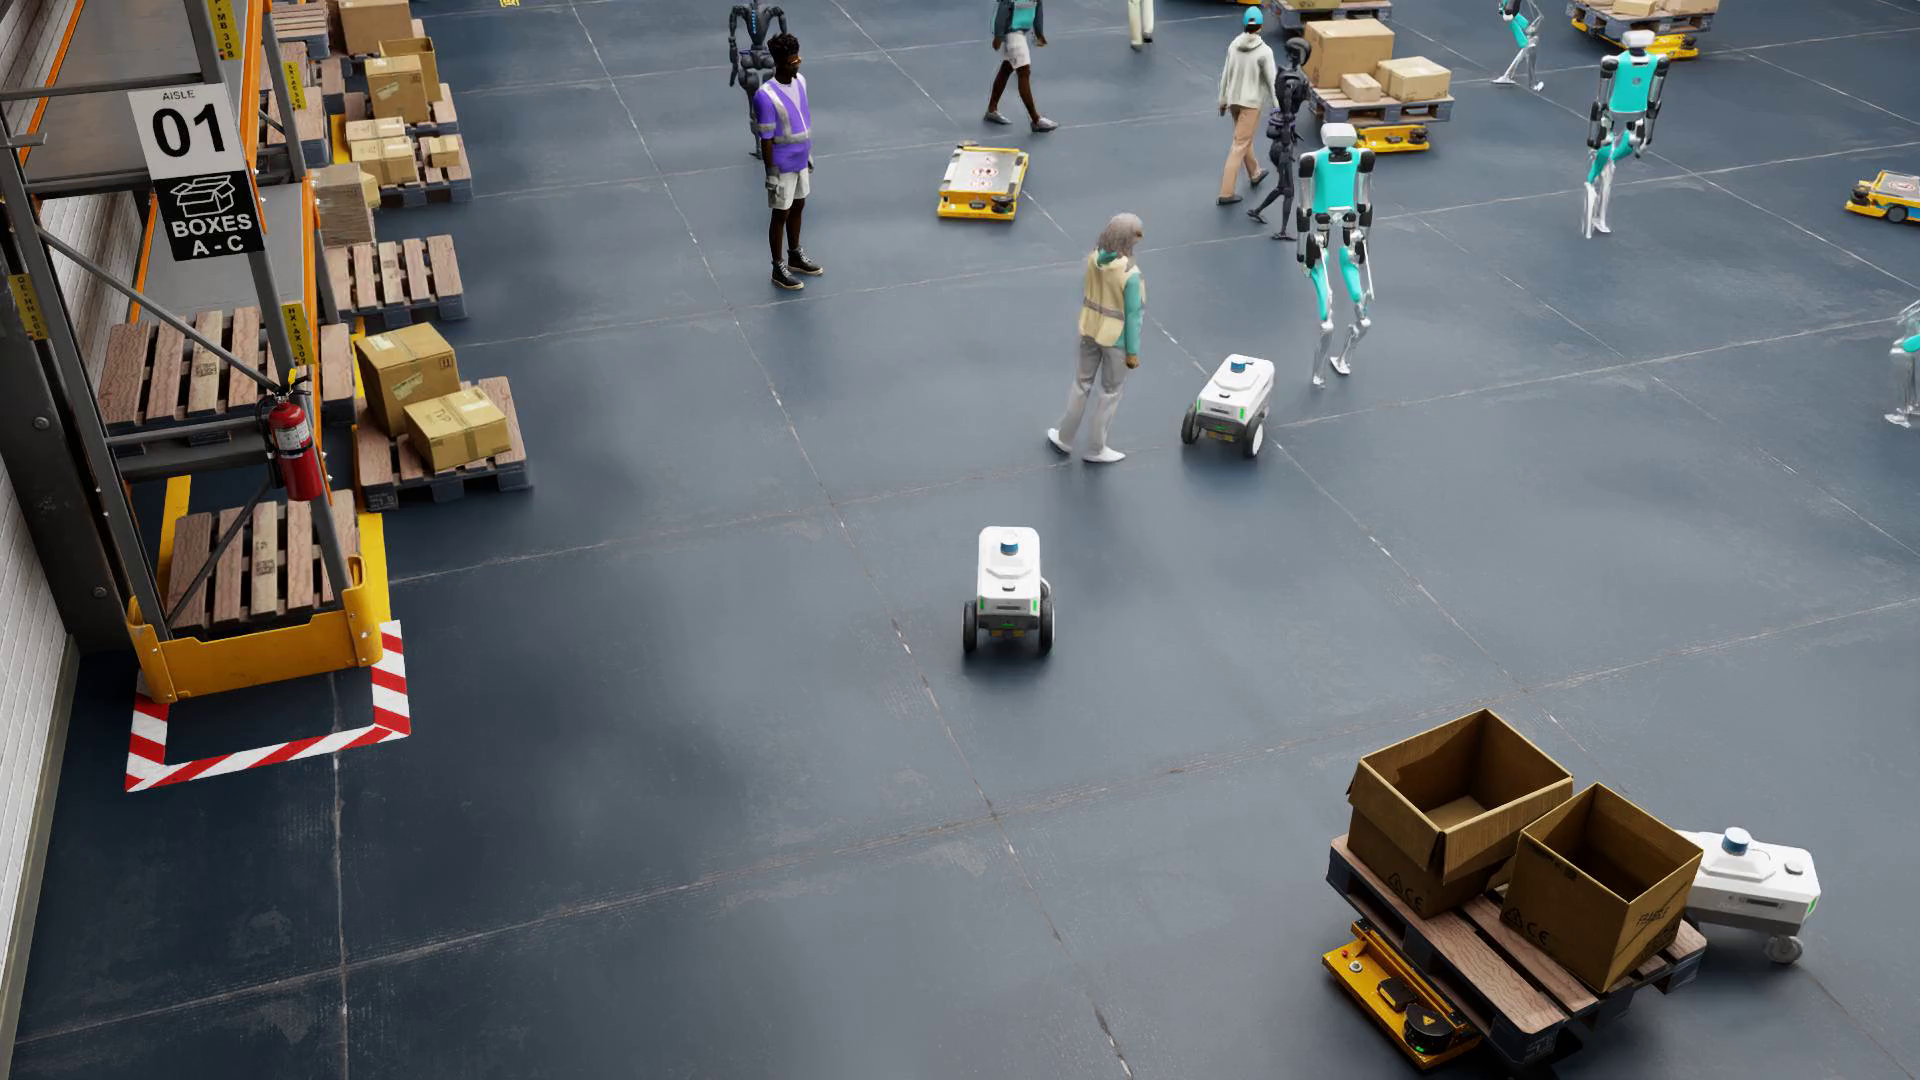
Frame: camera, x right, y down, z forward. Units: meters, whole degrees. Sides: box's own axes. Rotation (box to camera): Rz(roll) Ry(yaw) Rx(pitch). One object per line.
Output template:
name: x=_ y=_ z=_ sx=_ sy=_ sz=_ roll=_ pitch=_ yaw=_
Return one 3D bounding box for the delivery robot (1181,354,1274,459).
delivery robot: x=1.813 y=-0.913 z=11.011 sx=0.499 sy=0.610 sz=0.814 roll=15 pitch=36 yaw=21

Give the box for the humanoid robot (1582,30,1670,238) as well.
humanoid robot: x=5.347 y=-3.336 z=13.685 sx=0.561 sy=1.838 sz=0.734 roll=1 pitch=33 yaw=1

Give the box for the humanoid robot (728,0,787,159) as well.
humanoid robot: x=-1.826 y=-4.279 z=15.140 sx=0.617 sy=1.645 sz=0.475 roll=4 pitch=33 yaw=6

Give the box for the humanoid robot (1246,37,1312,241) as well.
humanoid robot: x=2.679 y=-3.326 z=13.712 sx=0.521 sy=1.639 sz=0.616 roll=8 pitch=34 yaw=12

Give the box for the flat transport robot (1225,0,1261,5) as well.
flat transport robot: x=3.109 y=-6.745 z=20.203 sx=1.431 sy=0.231 sz=0.659 roll=17 pitch=37 yaw=24

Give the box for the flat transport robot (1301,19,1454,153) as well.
flat transport robot: x=3.960 y=-4.078 z=16.113 sx=0.659 sy=0.231 sz=1.431 roll=-6 pitch=34 yaw=-8

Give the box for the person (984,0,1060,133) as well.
person: x=0.631 y=-4.826 z=15.790 sx=0.941 sy=1.872 sz=0.592 roll=16 pitch=36 yaw=22

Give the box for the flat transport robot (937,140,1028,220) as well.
flat transport robot: x=0.217 y=-3.193 z=14.755 sx=0.659 sy=0.231 sz=1.431 roll=4 pitch=33 yaw=6

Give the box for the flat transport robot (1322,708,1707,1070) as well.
flat transport robot: x=2.340 y=1.740 z=7.190 sx=1.431 sy=0.231 sz=0.659 roll=-16 pitch=36 yaw=-23

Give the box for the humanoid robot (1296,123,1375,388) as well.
humanoid robot: x=2.610 y=-1.877 z=11.441 sx=0.561 sy=1.817 sz=0.835 roll=-4 pitch=33 yaw=-6

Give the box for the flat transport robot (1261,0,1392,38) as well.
flat transport robot: x=4.104 y=-5.822 z=18.788 sx=0.659 sy=0.231 sz=1.431 roll=-4 pitch=33 yaw=-6

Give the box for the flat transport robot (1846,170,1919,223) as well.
flat transport robot: x=8.428 y=-2.853 z=14.234 sx=1.431 sy=0.231 sz=0.659 roll=20 pitch=38 yaw=28

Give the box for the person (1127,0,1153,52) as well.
person: x=1.922 y=-6.219 z=17.971 sx=0.607 sy=1.819 sz=0.478 roll=-4 pitch=33 yaw=-6

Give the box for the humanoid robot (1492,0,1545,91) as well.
humanoid robot: x=5.746 y=-5.369 z=16.824 sx=0.828 sy=1.876 sz=0.534 roll=5 pitch=33 yaw=8

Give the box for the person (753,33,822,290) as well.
person: x=-1.315 y=-2.916 z=12.778 sx=0.361 sy=1.963 sz=0.613 roll=15 pitch=36 yaw=22

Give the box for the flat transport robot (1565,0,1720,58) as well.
flat transport robot: x=7.507 y=-5.650 z=18.524 sx=0.659 sy=0.231 sz=1.431 roll=-8 pitch=34 yaw=-13

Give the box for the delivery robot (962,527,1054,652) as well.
delivery robot: x=0.267 y=0.273 z=9.195 sx=0.499 sy=0.614 sz=0.785 roll=1 pitch=33 yaw=1

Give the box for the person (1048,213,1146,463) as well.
person: x=0.872 y=-1.282 z=10.528 sx=0.389 sy=1.683 sz=0.676 roll=-28 pitch=42 yaw=-35

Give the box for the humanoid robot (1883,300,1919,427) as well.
humanoid robot: x=6.494 y=-1.579 z=10.963 sx=0.740 sy=1.811 sz=0.571 roll=20 pitch=38 yaw=27

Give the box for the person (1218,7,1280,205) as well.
person: x=2.544 y=-3.764 z=14.379 sx=0.849 sy=1.632 sz=0.495 roll=-25 pitch=41 yaw=-33

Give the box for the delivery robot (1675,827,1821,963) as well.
delivery robot: x=3.308 y=1.517 z=7.287 sx=0.815 sy=0.614 sz=0.499 roll=7 pitch=34 yaw=11
